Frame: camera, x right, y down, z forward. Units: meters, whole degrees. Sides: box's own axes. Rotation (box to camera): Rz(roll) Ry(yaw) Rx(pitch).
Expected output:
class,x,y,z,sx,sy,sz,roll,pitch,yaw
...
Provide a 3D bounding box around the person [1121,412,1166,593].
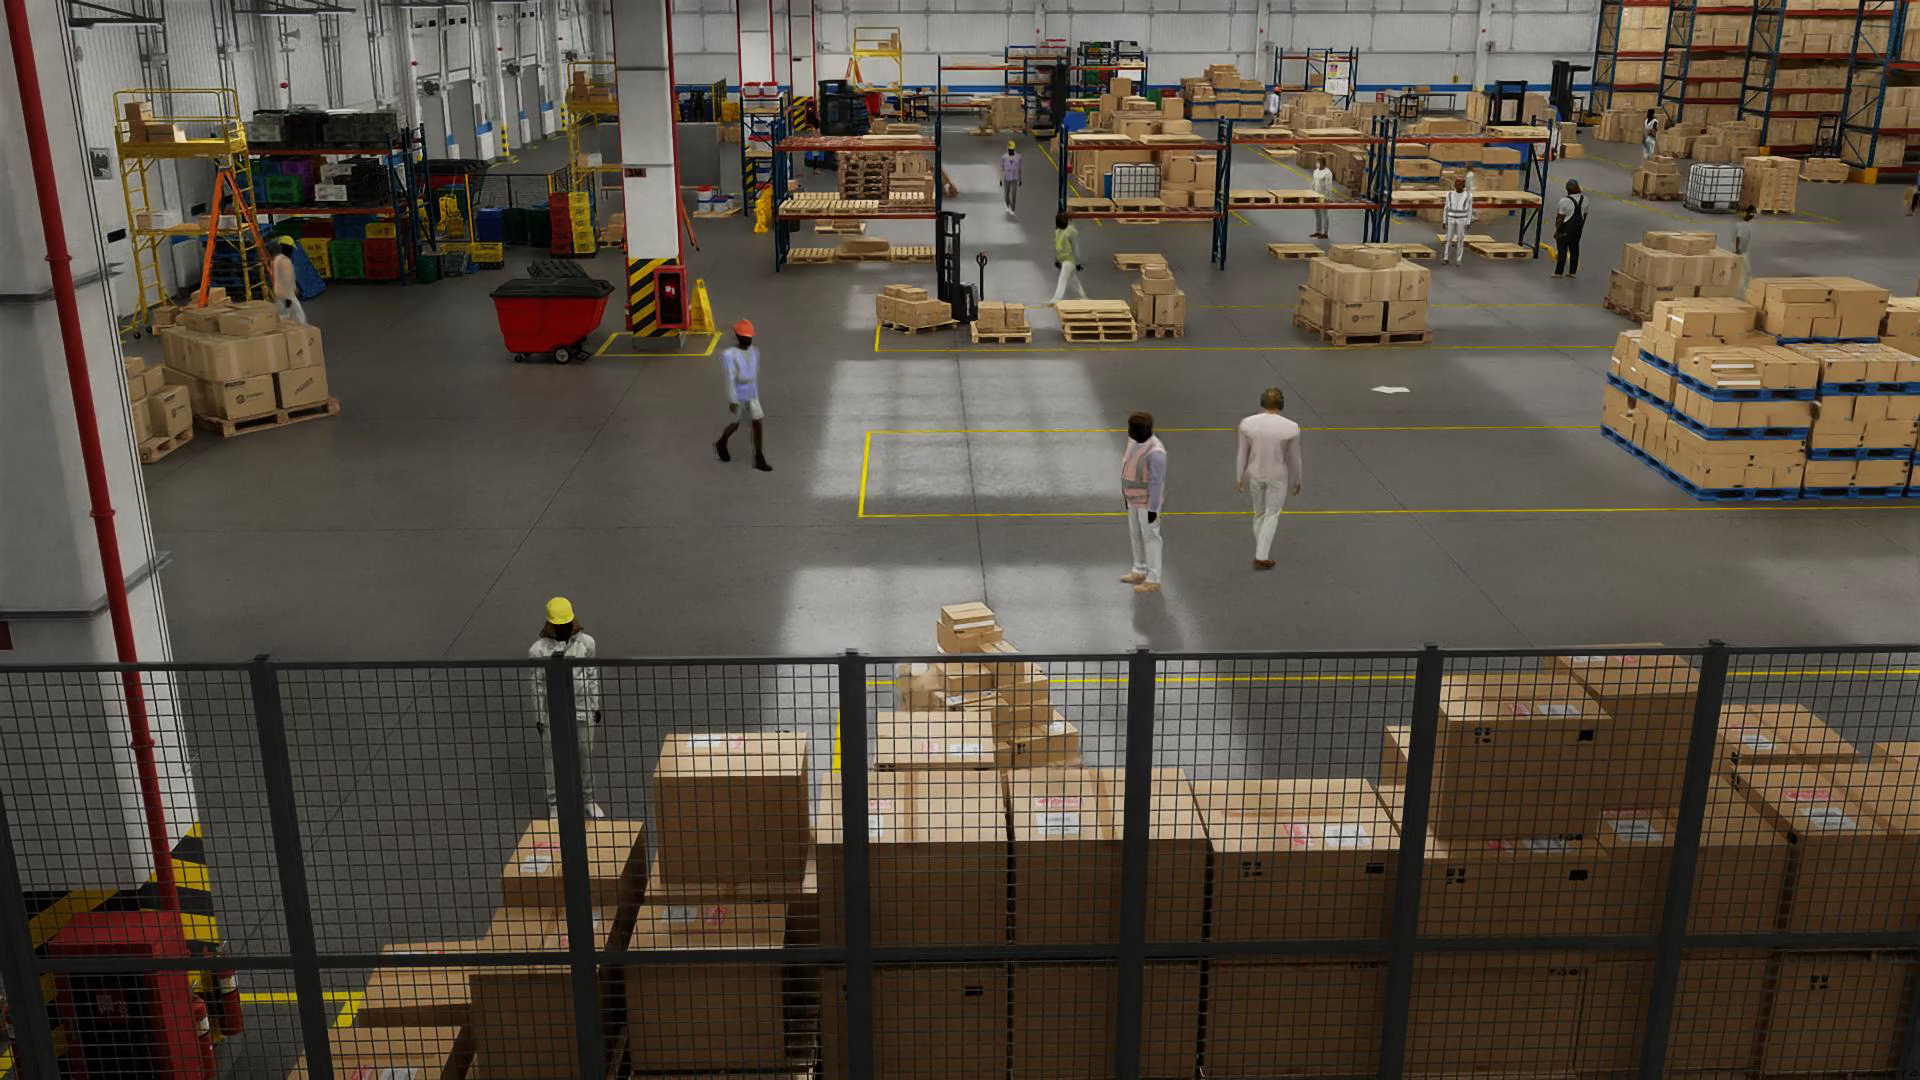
class,x,y,z,sx,sy,sz,roll,pitch,yaw
person,1.826,-0.392,16.665,0.436,1.831,0.629,-6,19,-16

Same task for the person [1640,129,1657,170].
class,x,y,z,sx,sy,sz,roll,pitch,yaw
person,20.848,-11.553,50.092,0.685,1.614,0.538,15,24,38

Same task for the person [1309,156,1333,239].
class,x,y,z,sx,sy,sz,roll,pitch,yaw
person,8.567,-8.127,39.454,0.379,1.930,0.627,-8,20,-22

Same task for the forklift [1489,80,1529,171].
class,x,y,z,sx,sy,sz,roll,pitch,yaw
forklift,17.587,-13.331,53.418,1.129,2.768,1.873,-1,19,-1

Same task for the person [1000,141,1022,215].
class,x,y,z,sx,sy,sz,roll,pitch,yaw
person,1.334,-9.496,43.556,0.592,1.903,0.779,0,19,0

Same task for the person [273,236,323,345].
class,x,y,z,sx,sy,sz,roll,pitch,yaw
person,-11.070,-4.083,27.554,0.828,1.860,0.624,-14,23,-36

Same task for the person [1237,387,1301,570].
class,x,y,z,sx,sy,sz,roll,pitch,yaw
person,3.195,-0.638,17.231,0.650,1.930,0.560,8,20,23

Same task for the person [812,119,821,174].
class,x,y,z,sx,sy,sz,roll,pitch,yaw
person,-4.547,-12.423,52.560,0.319,1.698,0.538,-1,19,-4

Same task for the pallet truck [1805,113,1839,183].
class,x,y,z,sx,sy,sz,roll,pitch,yaw
pallet truck,26.403,-11.957,50.702,0.823,1.965,1.885,6,19,16

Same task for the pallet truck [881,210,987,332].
class,x,y,z,sx,sy,sz,roll,pitch,yaw
pallet truck,-0.493,-4.759,29.349,1.885,1.965,0.823,-13,23,-34

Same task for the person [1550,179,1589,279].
class,x,y,z,sx,sy,sz,roll,pitch,yaw
person,12.467,-6.392,34.127,0.676,2.000,0.536,-6,19,-17

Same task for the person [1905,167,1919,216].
class,x,y,z,sx,sy,sz,roll,pitch,yaw
person,25.022,-9.203,43.034,0.647,1.665,0.547,-5,19,-16

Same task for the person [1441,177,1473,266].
class,x,y,z,sx,sy,sz,roll,pitch,yaw
person,10.636,-6.813,35.617,0.585,1.882,0.340,10,21,26

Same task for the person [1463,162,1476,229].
class,x,y,z,sx,sy,sz,roll,pitch,yaw
person,12.501,-8.497,40.994,0.384,1.622,0.530,5,19,16

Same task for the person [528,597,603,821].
class,x,y,z,sx,sy,sz,roll,pitch,yaw
person,-2.822,1.230,11.974,0.492,1.743,0.299,-11,21,-29

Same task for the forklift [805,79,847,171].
class,x,y,z,sx,sy,sz,roll,pitch,yaw
forklift,-4.097,-13.405,53.639,1.129,2.768,1.873,-17,25,-40

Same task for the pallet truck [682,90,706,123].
class,x,y,z,sx,sy,sz,roll,pitch,yaw
pallet truck,-9.671,-15.907,62.421,0.823,1.965,1.885,5,19,15

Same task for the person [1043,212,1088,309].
class,x,y,z,sx,sy,sz,roll,pitch,yaw
person,2.032,-5.214,31.035,0.986,1.790,0.665,-7,20,-21

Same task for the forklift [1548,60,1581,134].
class,x,y,z,sx,sy,sz,roll,pitch,yaw
forklift,23.757,-17.640,66.201,1.873,2.768,1.129,0,19,-1

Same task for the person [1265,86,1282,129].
class,x,y,z,sx,sy,sz,roll,pitch,yaw
person,12.355,-16.943,65.626,0.557,1.911,0.587,-5,19,-15

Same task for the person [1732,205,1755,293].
class,x,y,z,sx,sy,sz,roll,pitch,yaw
person,14.943,-5.523,31.908,0.531,1.831,0.999,-13,23,-35

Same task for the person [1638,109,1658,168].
class,x,y,z,sx,sy,sz,roll,pitch,yaw
person,22.379,-13.015,53.980,0.391,1.912,0.589,-2,19,-7

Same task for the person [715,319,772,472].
class,x,y,z,sx,sy,sz,roll,pitch,yaw
person,-2.749,-1.836,20.830,0.547,1.907,0.900,-15,24,-38

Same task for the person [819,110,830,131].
class,x,y,z,sx,sy,sz,roll,pitch,yaw
person,-4.425,-13.186,54.450,0.370,1.934,0.627,-3,19,-8

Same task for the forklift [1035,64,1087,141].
class,x,y,z,sx,sy,sz,roll,pitch,yaw
forklift,3.847,-16.578,63.051,1.873,2.768,1.129,-1,19,-2
